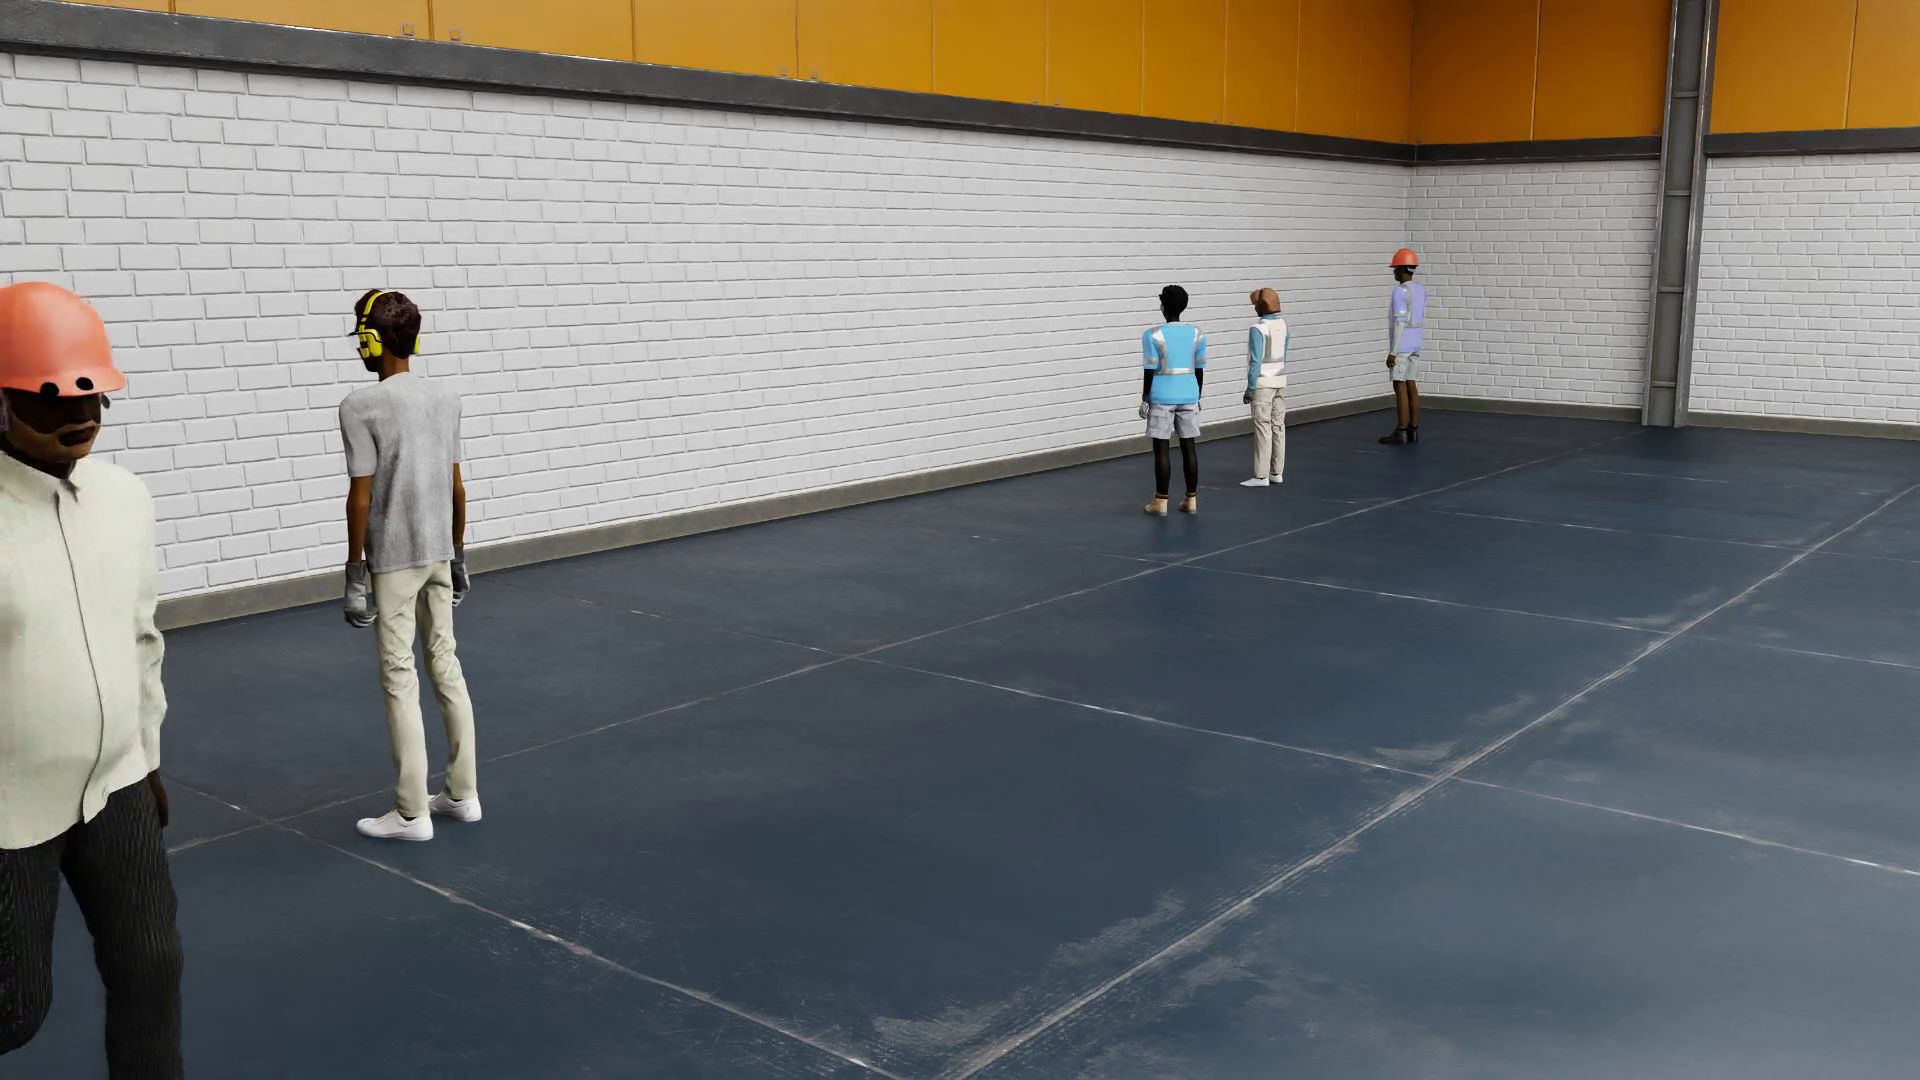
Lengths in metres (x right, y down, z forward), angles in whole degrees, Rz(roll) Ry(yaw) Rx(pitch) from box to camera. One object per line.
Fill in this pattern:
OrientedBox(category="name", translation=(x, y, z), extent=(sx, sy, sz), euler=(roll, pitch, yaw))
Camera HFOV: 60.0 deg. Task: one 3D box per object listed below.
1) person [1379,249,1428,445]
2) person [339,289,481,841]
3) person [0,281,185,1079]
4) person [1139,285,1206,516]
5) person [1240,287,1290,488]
OrientedBox(category="person", translation=(4.386, -1.912, 16.514), extent=(0.372, 1.935, 0.551), euler=(9, 14, 41))
OrientedBox(category="person", translation=(-1.875, 0.089, 5.651), extent=(0.323, 1.862, 0.510), euler=(5, 12, 28))
OrientedBox(category="person", translation=(-1.879, 0.475, 3.244), extent=(0.817, 1.955, 0.669), euler=(3, 11, 19))
OrientedBox(category="person", translation=(1.562, -1.024, 12.256), extent=(0.539, 1.695, 0.318), euler=(-4, 11, -22))
OrientedBox(category="person", translation=(2.510, -1.245, 13.643), extent=(0.310, 1.640, 0.514), euler=(9, 14, 41))
